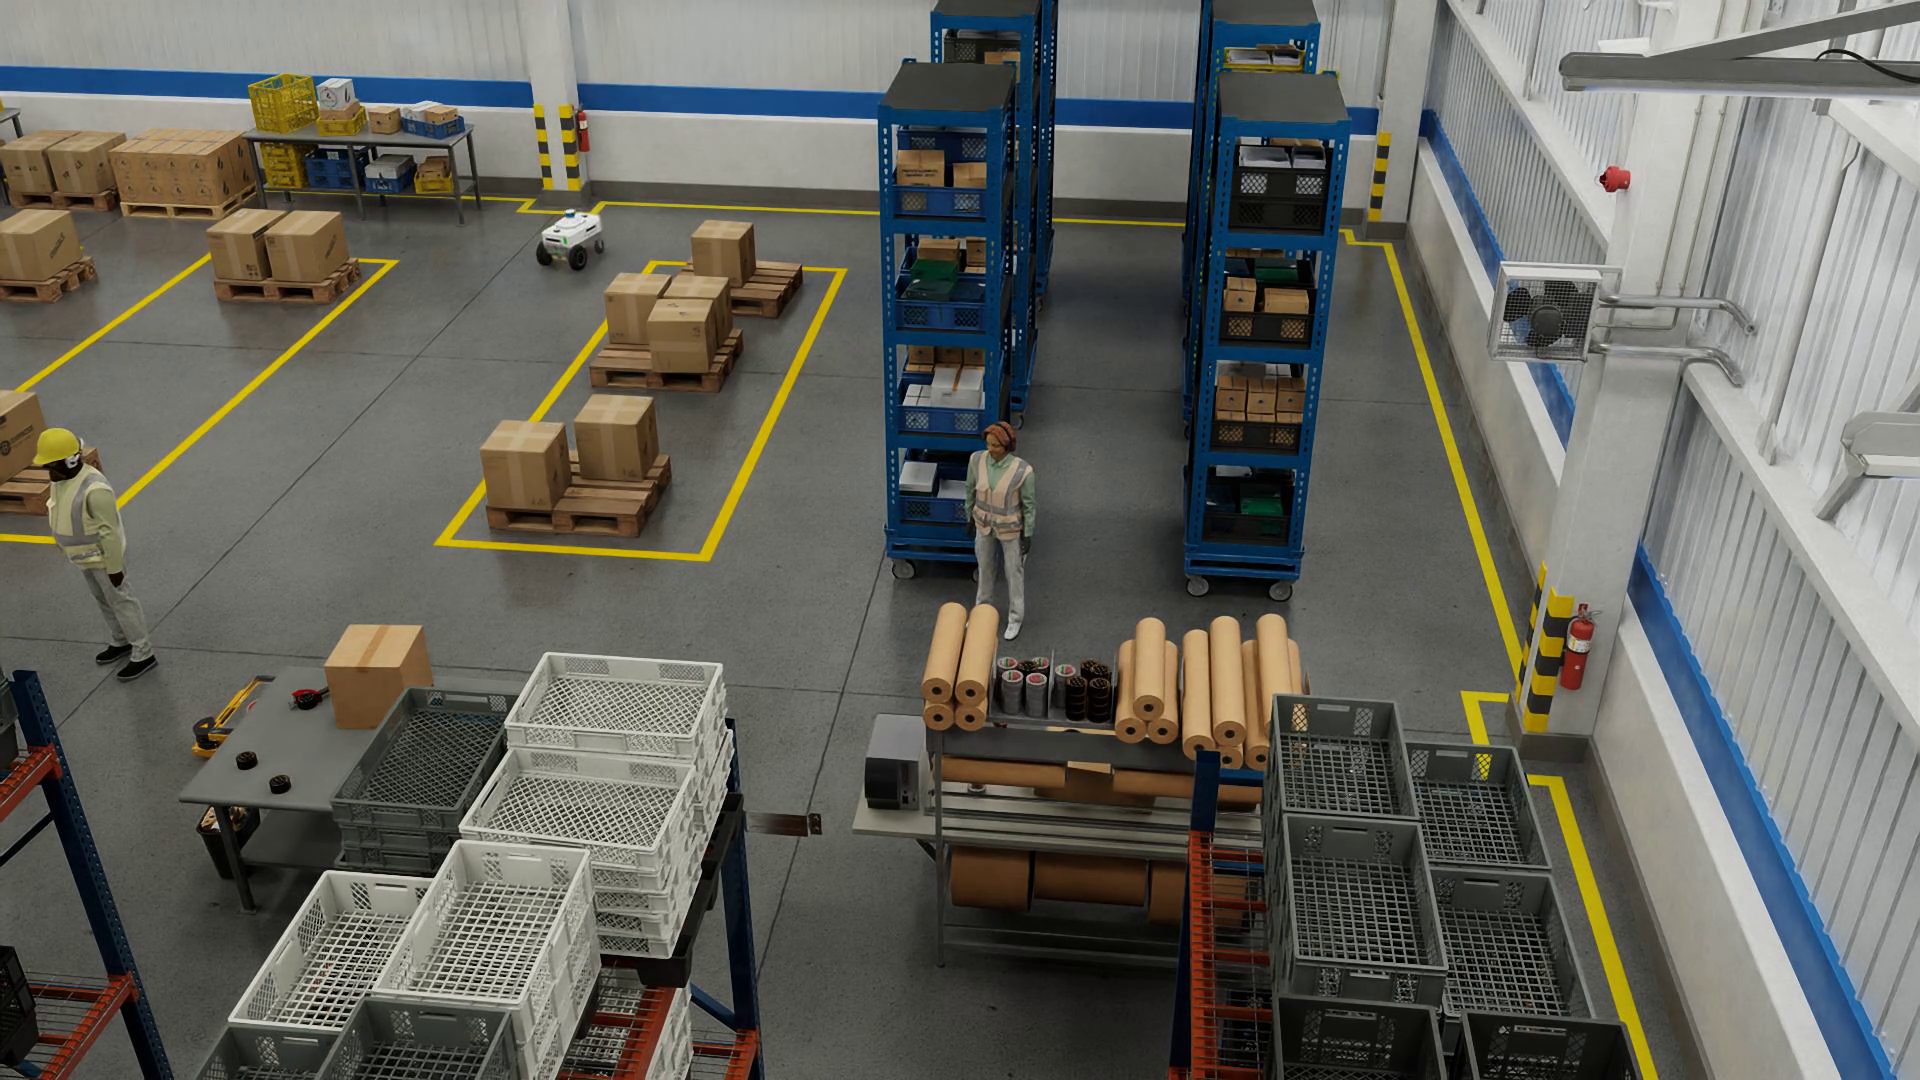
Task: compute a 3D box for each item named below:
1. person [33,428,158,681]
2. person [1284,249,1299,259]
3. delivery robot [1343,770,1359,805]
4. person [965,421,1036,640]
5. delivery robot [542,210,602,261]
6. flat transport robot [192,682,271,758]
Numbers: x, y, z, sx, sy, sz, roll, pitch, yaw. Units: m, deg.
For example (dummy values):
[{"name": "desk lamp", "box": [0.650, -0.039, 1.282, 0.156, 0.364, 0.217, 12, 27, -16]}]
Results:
[{"name": "person", "box": [-5.724, 0.074, 10.988, 0.595, 1.823, 0.403, 22, 37, 33]}, {"name": "person", "box": [3.140, -2.959, 16.038, 0.394, 1.985, 0.611, 15, 33, 24]}, {"name": "delivery robot", "box": [2.030, 1.430, 9.819, 0.707, 0.478, 0.477, 18, 35, 28]}, {"name": "person", "box": [0.272, -0.072, 11.417, 0.518, 1.639, 0.312, 16, 34, 25]}, {"name": "delivery robot", "box": [-4.197, -3.326, 17.989, 0.477, 0.478, 0.707, 12, 32, 20]}, {"name": "flat transport robot", "box": [-4.089, 1.163, 10.648, 1.431, 0.197, 0.652, 3, 30, 6]}]
